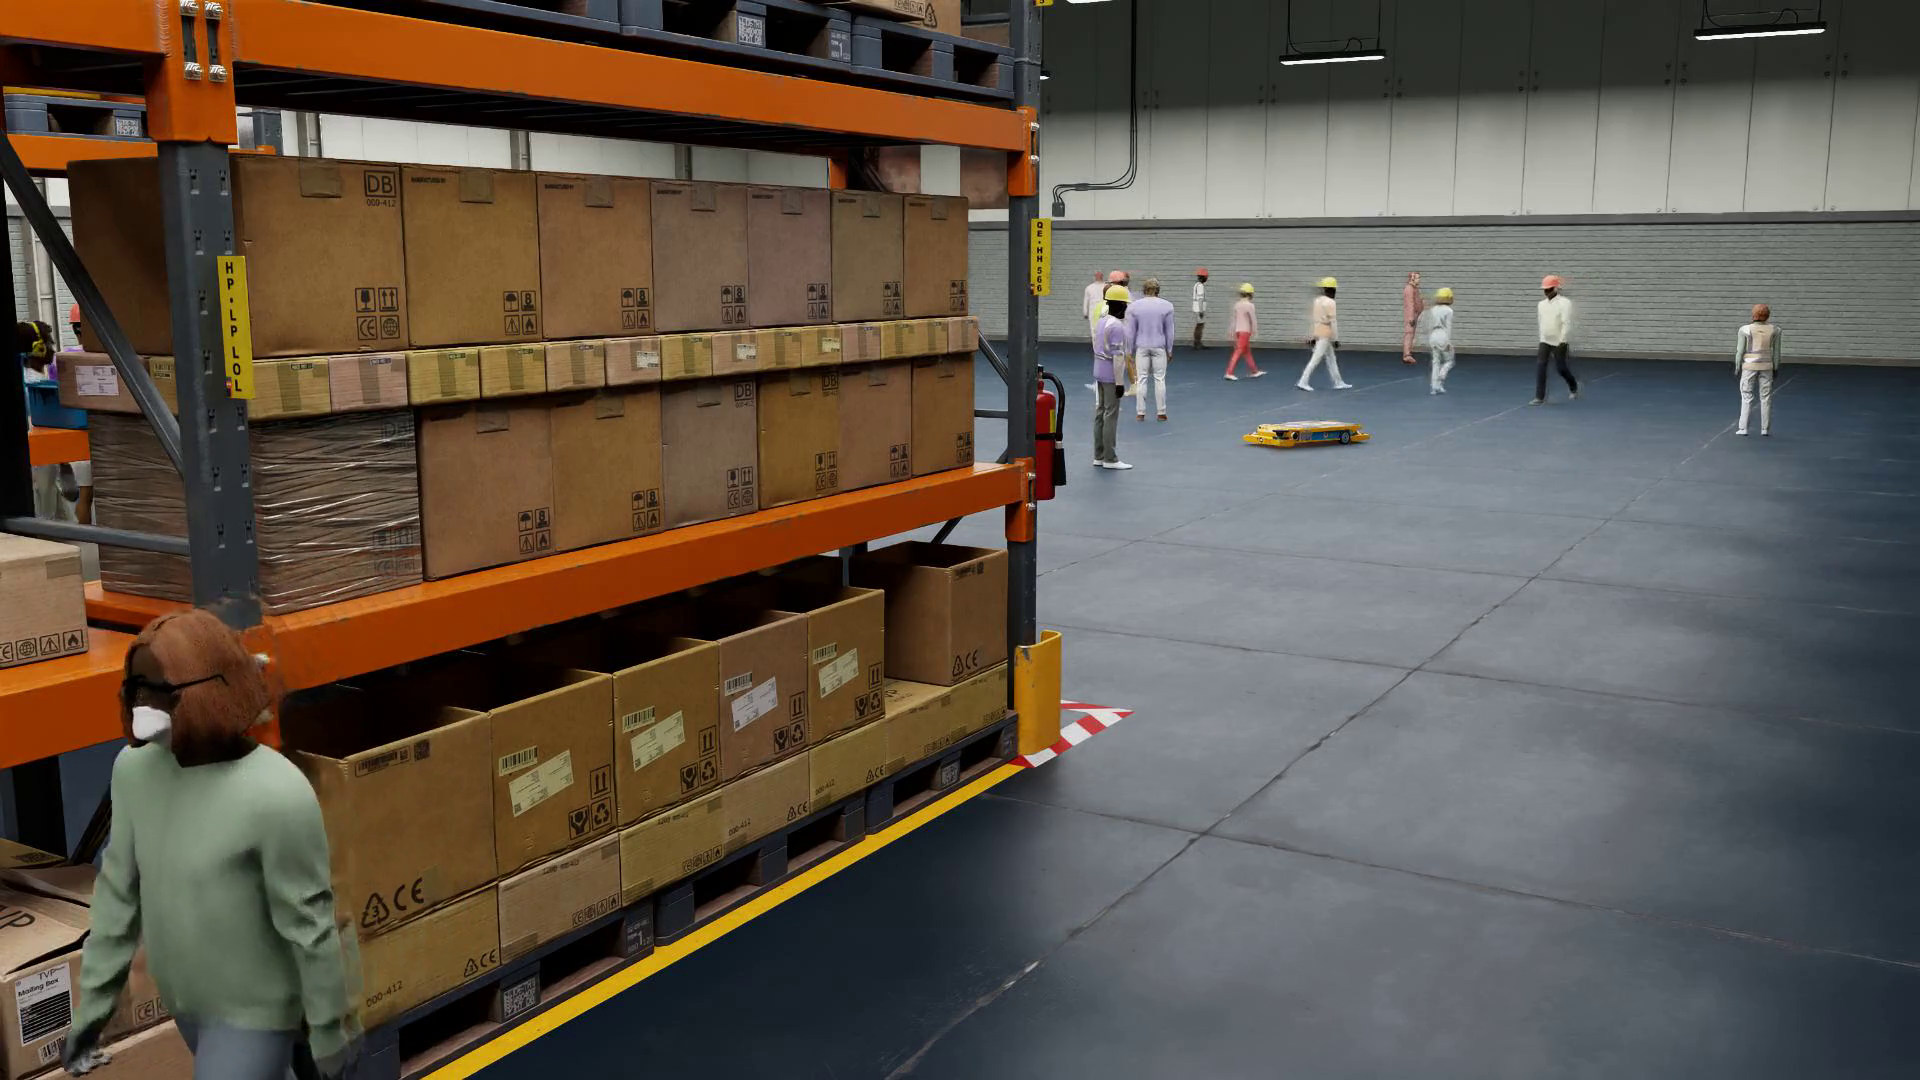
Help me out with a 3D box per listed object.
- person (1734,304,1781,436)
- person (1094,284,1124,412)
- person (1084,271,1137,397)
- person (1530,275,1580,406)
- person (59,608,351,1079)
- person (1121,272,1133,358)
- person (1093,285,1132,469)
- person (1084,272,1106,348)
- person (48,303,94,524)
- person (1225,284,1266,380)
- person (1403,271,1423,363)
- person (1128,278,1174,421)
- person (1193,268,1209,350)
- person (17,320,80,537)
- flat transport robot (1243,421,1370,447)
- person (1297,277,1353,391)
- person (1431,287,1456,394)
[{"bbox_3d":[9.879,-2.101,20.618,0.521,1.638,0.314,2,10,10],"label":"person"},{"bbox_3d":[2.136,-2.742,23.808,0.428,1.836,0.627,-2,10,-14],"label":"person"},{"bbox_3d":[2.453,-3.263,26.397,1.038,1.989,0.635,5,11,27],"label":"person"},{"bbox_3d":[8.924,-2.985,24.870,0.855,1.959,0.607,-7,12,-36],"label":"person"},{"bbox_3d":[-1.416,0.905,3.179,0.500,1.585,0.898,6,11,31],"label":"person"},{"bbox_3d":[3.565,-4.933,36.474,0.337,1.883,0.583,-4,10,-22],"label":"person"},{"bbox_3d":[1.597,-1.707,17.475,0.383,1.923,0.589,-3,10,-15],"label":"person"},{"bbox_3d":[3.167,-5.203,38.148,0.664,1.852,0.986,0,10,1],"label":"person"},{"bbox_3d":[-6.074,-0.722,11.713,0.540,1.929,0.391,-3,10,-15],"label":"person"},{"bbox_3d":[5.152,-3.731,29.913,0.932,1.715,0.542,-4,11,-25],"label":"person"},{"bbox_3d":[9.460,-4.652,34.767,0.410,1.909,0.643,2,10,13],"label":"person"},{"bbox_3d":[2.573,-2.561,22.447,0.627,1.936,0.373,2,10,11],"label":"person"},{"bbox_3d":[5.716,-5.468,39.458,0.362,1.935,0.553,0,10,1],"label":"person"},{"bbox_3d":[-5.730,-0.427,10.243,0.510,1.843,0.877,9,13,41],"label":"person"},{"bbox_3d":[4.129,-1.277,19.791,1.431,0.197,0.652,-6,11,-31],"label":"flat transport robot"},{"bbox_3d":[6.043,-3.400,27.525,1.015,1.879,0.603,-2,10,-11],"label":"person"},{"bbox_3d":[7.798,-3.210,26.844,0.349,1.727,0.489,-5,11,-28],"label":"person"}]
